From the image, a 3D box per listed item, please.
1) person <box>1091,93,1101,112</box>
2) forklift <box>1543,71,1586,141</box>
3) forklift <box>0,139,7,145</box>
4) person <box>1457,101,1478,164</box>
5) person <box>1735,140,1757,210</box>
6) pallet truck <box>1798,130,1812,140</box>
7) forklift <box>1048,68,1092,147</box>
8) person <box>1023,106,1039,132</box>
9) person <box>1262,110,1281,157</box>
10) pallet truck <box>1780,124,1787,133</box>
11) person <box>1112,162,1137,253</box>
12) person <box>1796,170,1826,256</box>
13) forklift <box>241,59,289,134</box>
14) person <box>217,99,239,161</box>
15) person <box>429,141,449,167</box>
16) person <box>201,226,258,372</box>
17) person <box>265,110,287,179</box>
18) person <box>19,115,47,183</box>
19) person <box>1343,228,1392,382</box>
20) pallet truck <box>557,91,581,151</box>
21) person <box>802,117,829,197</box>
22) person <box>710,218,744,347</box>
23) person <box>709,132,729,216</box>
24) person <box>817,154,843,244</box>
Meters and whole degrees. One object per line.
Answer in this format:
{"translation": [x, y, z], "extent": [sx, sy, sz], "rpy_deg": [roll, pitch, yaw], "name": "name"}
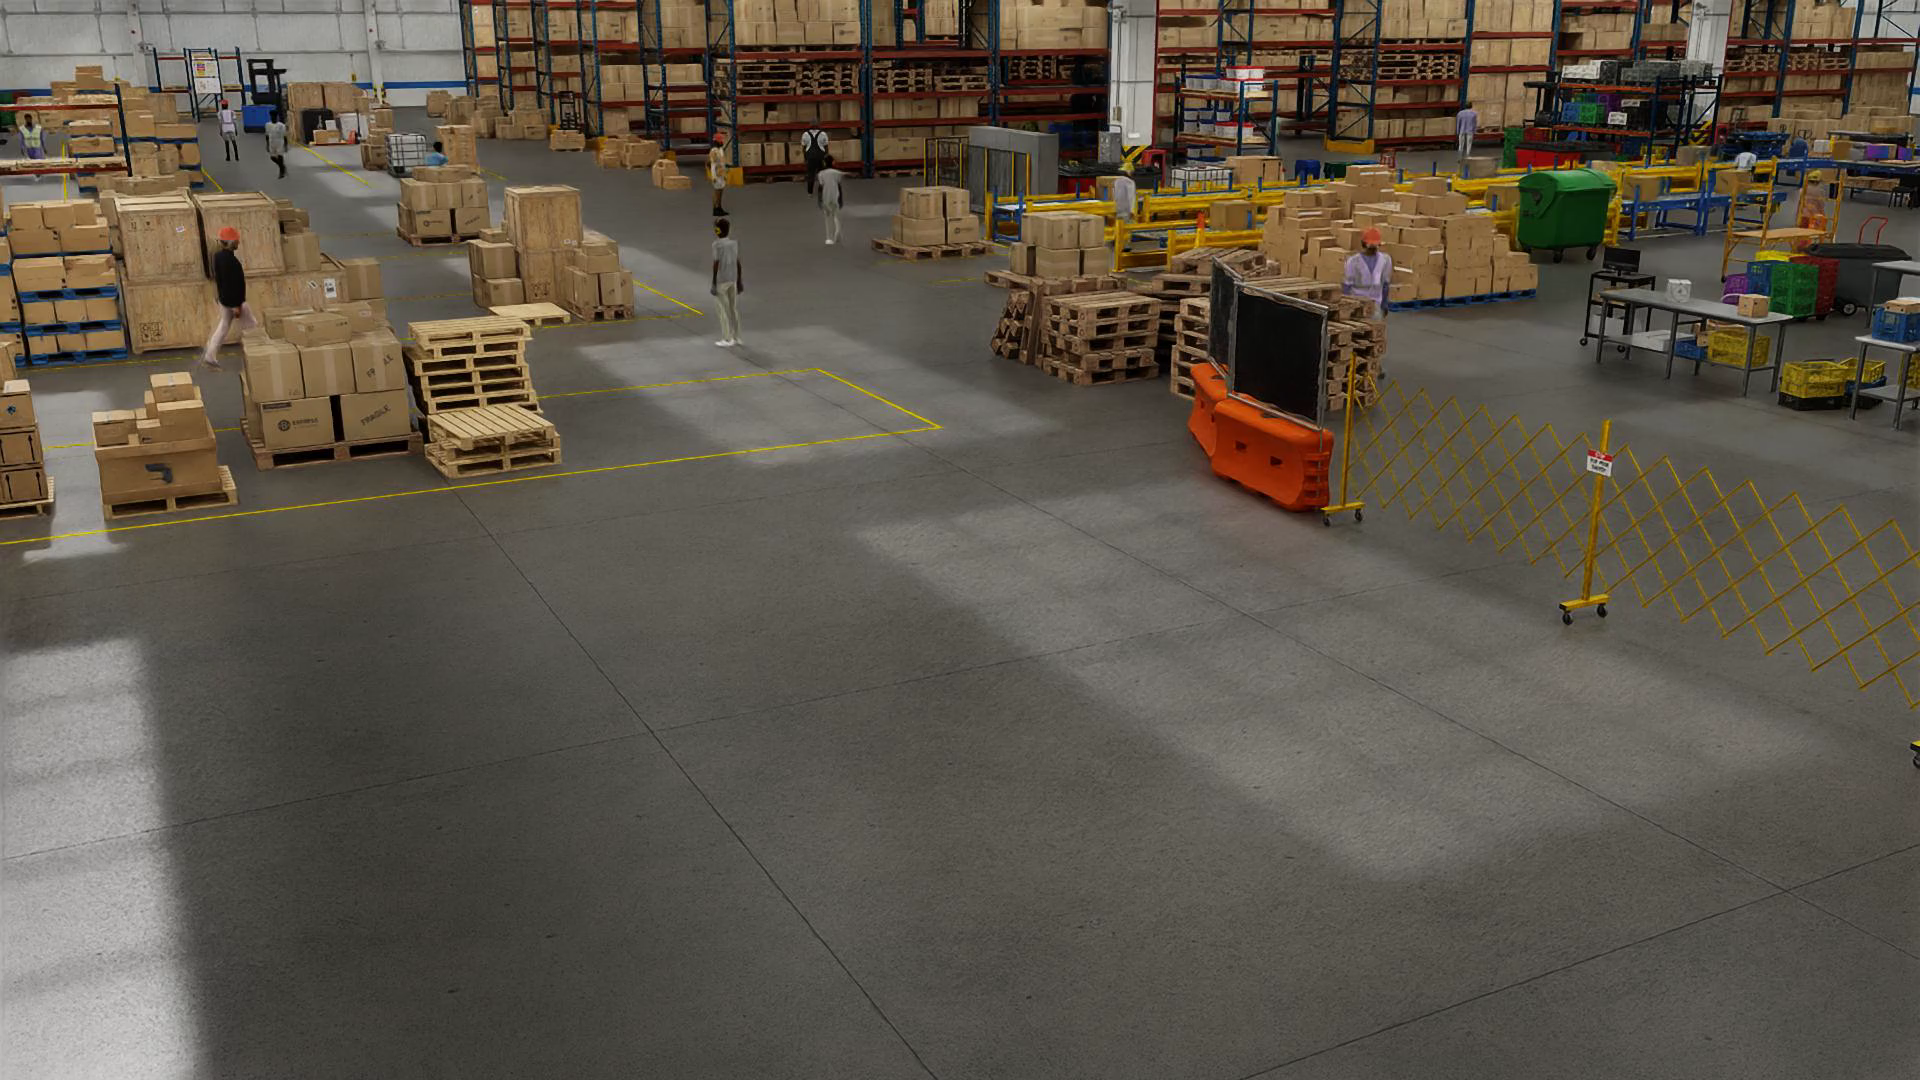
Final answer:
{"translation": [5.614, -18.184, 69.140], "extent": [0.680, 1.921, 0.438], "rpy_deg": [8, 20, 24], "name": "person"}
{"translation": [18.685, -13.231, 52.085], "extent": [1.873, 2.768, 1.129], "rpy_deg": [-9, 20, -26], "name": "forklift"}
{"translation": [-35.006, -15.382, 58.790], "extent": [1.873, 2.768, 1.129], "rpy_deg": [-9, 20, -26], "name": "forklift"}
{"translation": [15.939, -12.828, 52.347], "extent": [0.632, 1.940, 0.372], "rpy_deg": [7, 19, 20], "name": "person"}
{"translation": [18.978, -8.823, 40.277], "extent": [0.435, 1.670, 0.547], "rpy_deg": [-9, 20, -26], "name": "person"}
{"translation": [25.526, -11.556, 49.408], "extent": [1.630, 1.274, 0.653], "rpy_deg": [-9, 20, -26], "name": "pallet truck"}
{"translation": [3.938, -14.074, 54.712], "extent": [1.873, 2.768, 1.129], "rpy_deg": [-9, 20, -26], "name": "forklift"}
{"translation": [2.265, -13.093, 53.560], "extent": [0.532, 1.698, 0.319], "rpy_deg": [6, 19, 18], "name": "person"}
{"translation": [10.128, -13.163, 53.966], "extent": [0.518, 1.580, 0.894], "rpy_deg": [-16, 24, -40], "name": "person"}
{"translation": [25.206, -12.542, 52.601], "extent": [1.601, 1.201, 0.680], "rpy_deg": [0, 18, -2], "name": "pallet truck"}
{"translation": [3.259, -6.612, 33.156], "extent": [0.510, 1.815, 0.603], "rpy_deg": [-11, 21, -31], "name": "person"}
{"translation": [16.400, -6.267, 32.193], "extent": [0.651, 1.751, 0.533], "rpy_deg": [-11, 21, -31], "name": "person"}
{"translation": [-27.116, -17.292, 64.742], "extent": [1.129, 2.768, 1.873], "rpy_deg": [2, 18, 5], "name": "forklift"}
{"translation": [-23.475, -13.148, 53.345], "extent": [0.545, 1.938, 0.356], "rpy_deg": [-11, 21, -32], "name": "person"}
{"translation": [-12.444, -8.750, 40.060], "extent": [0.550, 1.660, 0.783], "rpy_deg": [13, 22, 35], "name": "person"}
{"translation": [-9.866, -3.257, 22.484], "extent": [0.607, 1.959, 0.994], "rpy_deg": [13, 22, 36], "name": "person"}
{"translation": [-19.634, -11.398, 47.869], "extent": [0.631, 1.946, 0.558], "rpy_deg": [2, 18, 7], "name": "person"}
{"translation": [-26.128, -11.037, 46.887], "extent": [0.618, 1.863, 1.026], "rpy_deg": [-7, 19, -21], "name": "person"}
{"translation": [5.375, -3.093, 21.900], "extent": [0.647, 1.990, 1.010], "rpy_deg": [-1, 18, -2], "name": "person"}
{"translation": [-13.495, -14.412, 57.188], "extent": [0.823, 1.965, 1.885], "rpy_deg": [-3, 18, -9], "name": "pallet truck"}
{"translation": [-3.733, -9.927, 43.136], "extent": [0.688, 2.000, 0.539], "rpy_deg": [0, 18, 1], "name": "person"}
{"translation": [-3.354, -3.728, 24.117], "extent": [0.455, 1.849, 0.563], "rpy_deg": [16, 24, 40], "name": "person"}
{"translation": [-5.671, -8.628, 39.252], "extent": [0.373, 1.934, 0.551], "rpy_deg": [6, 19, 17], "name": "person"}
{"translation": [-2.693, -7.050, 34.473], "extent": [0.550, 1.848, 0.438], "rpy_deg": [-8, 19, -23], "name": "person"}
